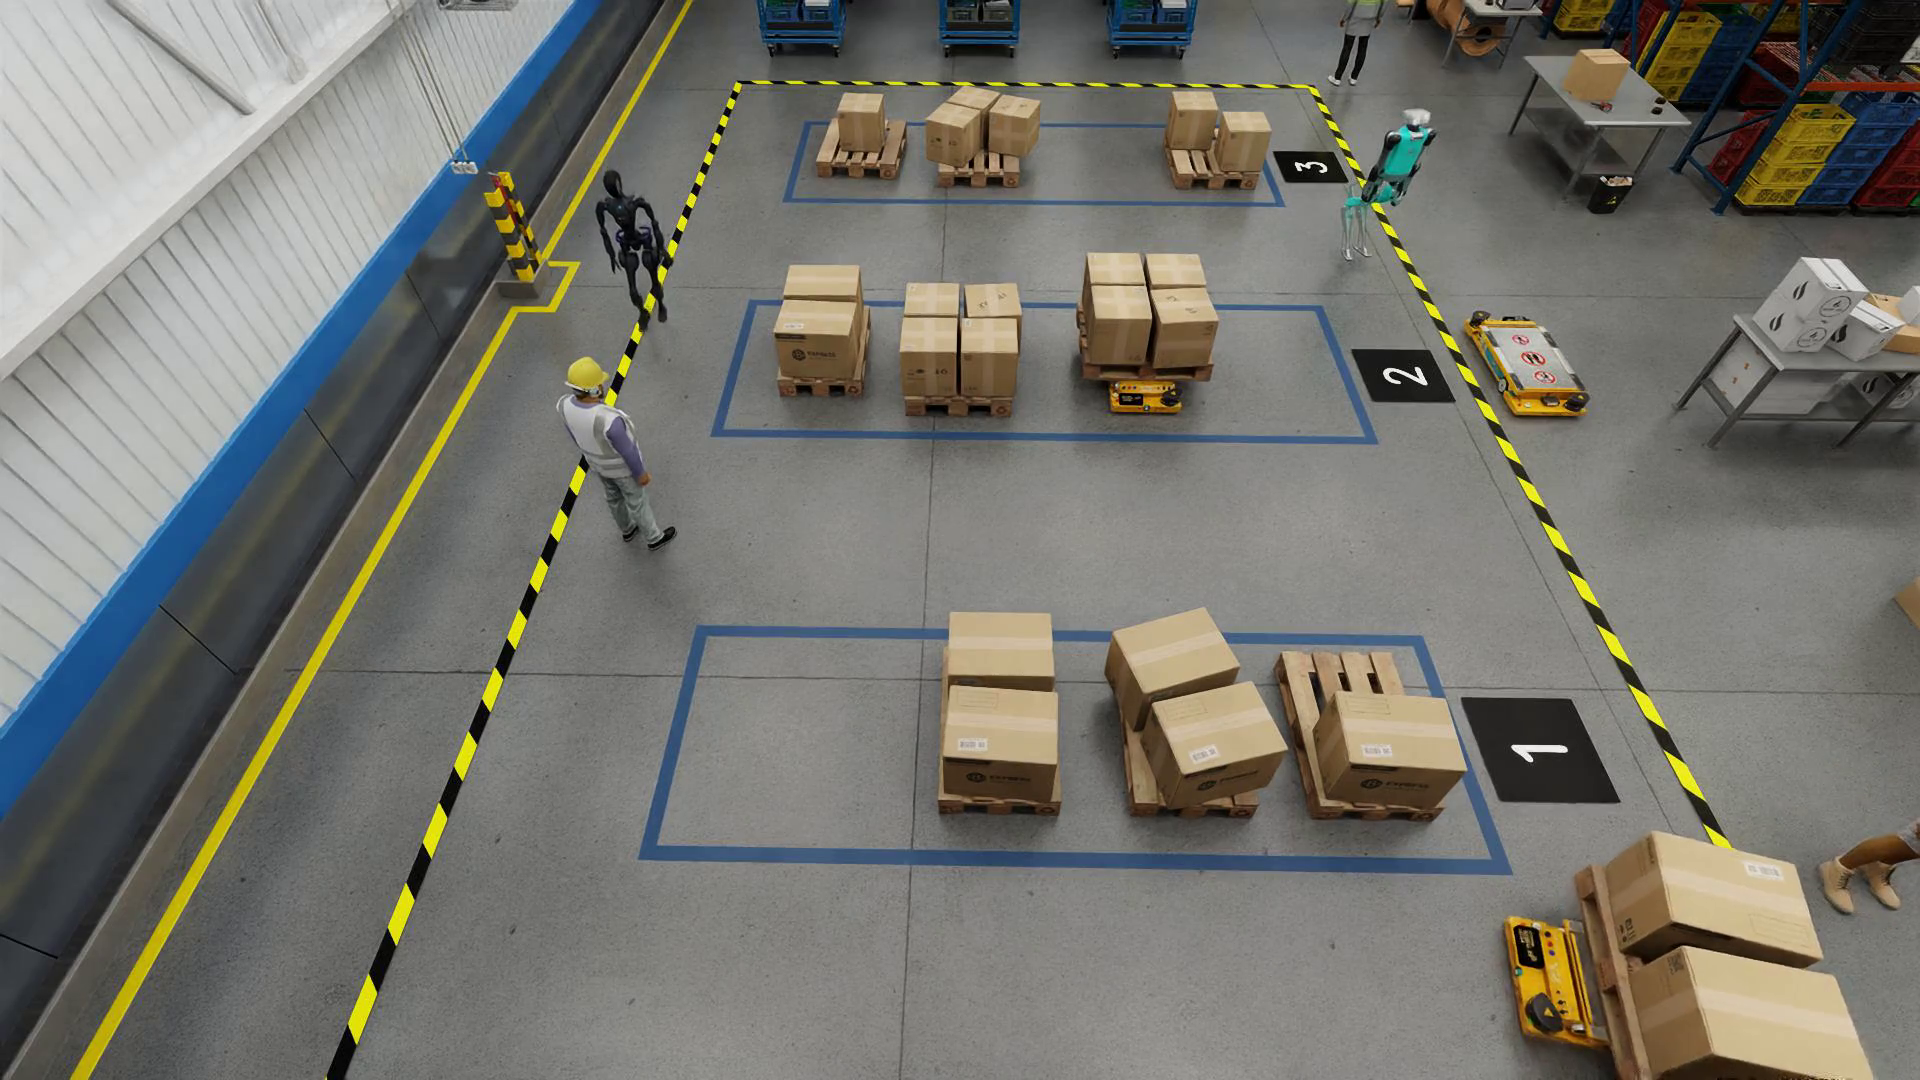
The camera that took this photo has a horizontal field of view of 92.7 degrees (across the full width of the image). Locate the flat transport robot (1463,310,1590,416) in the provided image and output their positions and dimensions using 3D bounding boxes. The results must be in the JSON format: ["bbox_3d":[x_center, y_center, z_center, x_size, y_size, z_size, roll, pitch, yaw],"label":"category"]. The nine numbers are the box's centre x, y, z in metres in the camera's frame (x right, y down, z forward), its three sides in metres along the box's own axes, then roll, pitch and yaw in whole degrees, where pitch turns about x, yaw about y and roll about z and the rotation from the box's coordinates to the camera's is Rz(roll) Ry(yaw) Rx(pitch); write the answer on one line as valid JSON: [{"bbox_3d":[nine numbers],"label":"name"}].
[{"bbox_3d":[5.573,-1.757,9.054,0.659,0.231,1.431,1,49,1],"label":"flat transport robot"}]

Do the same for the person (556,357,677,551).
[{"bbox_3d":[-2.643,-0.621,7.042,0.586,1.823,0.403,21,52,17],"label":"person"}]

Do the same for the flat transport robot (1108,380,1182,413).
[{"bbox_3d":[1.773,-1.807,9.079,0.652,0.197,1.431,1,49,1],"label":"flat transport robot"}]

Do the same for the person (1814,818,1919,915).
[{"bbox_3d":[5.656,1.551,5.019,0.613,2.040,0.389,-2,49,-2],"label":"person"}]

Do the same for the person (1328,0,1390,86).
[{"bbox_3d":[5.655,-7.364,12.859,0.596,1.852,0.361,-1,49,-1],"label":"person"}]

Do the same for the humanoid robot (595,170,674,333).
[{"bbox_3d":[-3.181,-2.836,9.059,0.615,1.648,0.515,-7,50,-6],"label":"humanoid robot"}]

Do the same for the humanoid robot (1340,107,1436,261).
[{"bbox_3d":[4.462,-3.850,9.807,0.533,1.675,0.735,-11,50,-9],"label":"humanoid robot"}]

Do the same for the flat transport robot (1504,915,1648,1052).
[{"bbox_3d":[3.961,2.623,5.245,1.431,0.197,0.652,9,50,8],"label":"flat transport robot"}]
